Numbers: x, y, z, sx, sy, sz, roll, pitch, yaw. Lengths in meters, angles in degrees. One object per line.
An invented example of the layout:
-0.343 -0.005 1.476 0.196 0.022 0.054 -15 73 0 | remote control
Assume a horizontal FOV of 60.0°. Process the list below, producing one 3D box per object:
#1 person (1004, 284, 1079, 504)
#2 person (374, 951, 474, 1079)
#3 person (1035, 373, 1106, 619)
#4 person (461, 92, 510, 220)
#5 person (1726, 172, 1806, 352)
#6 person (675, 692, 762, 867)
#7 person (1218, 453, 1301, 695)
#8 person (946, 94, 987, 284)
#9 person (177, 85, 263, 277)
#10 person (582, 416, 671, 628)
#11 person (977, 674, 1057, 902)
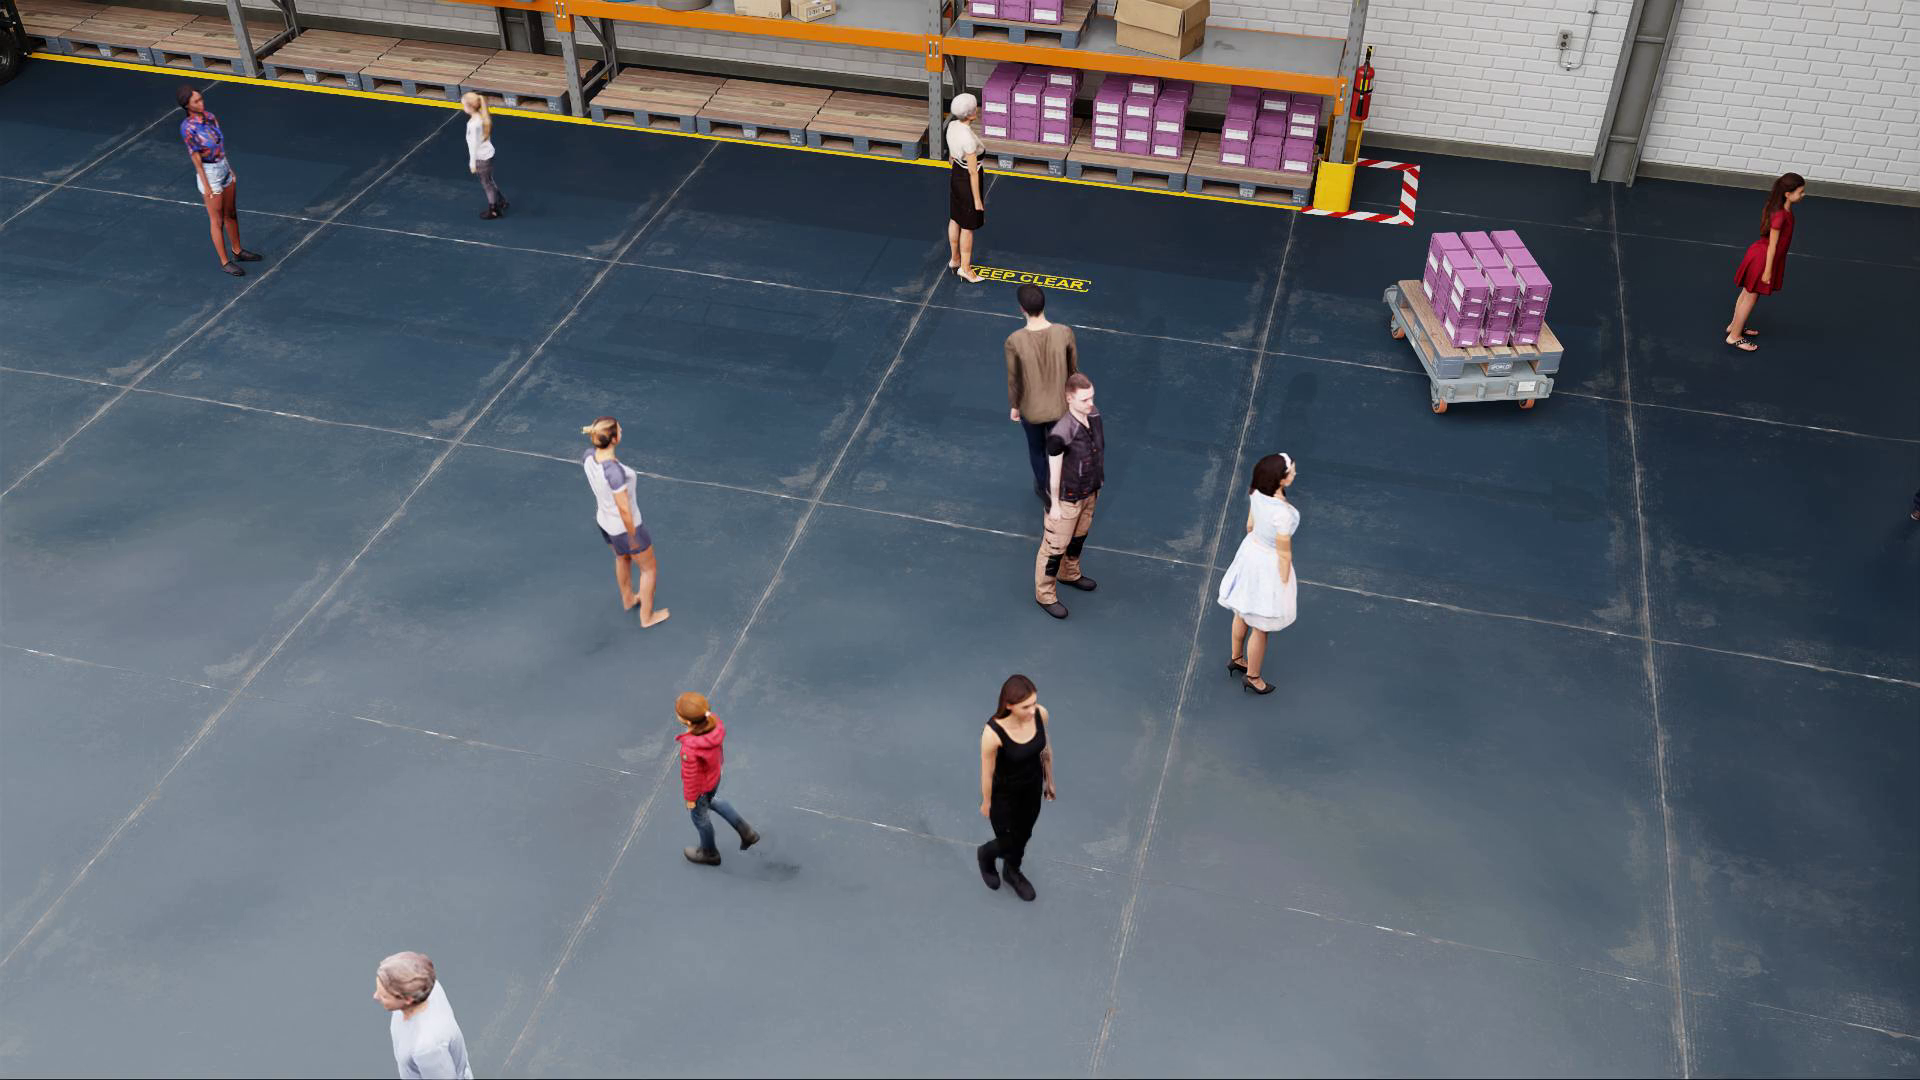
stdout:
0.611 -0.911 11.858 1.060 1.849 1.028 0 39 1 | person
-2.350 2.495 7.558 0.797 1.894 0.747 -18 42 -21 | person
0.742 -0.345 11.156 0.727 1.840 0.761 25 45 28 | person
-4.453 -3.632 15.727 0.567 1.273 0.555 2 39 3 | person
6.722 -2.350 13.896 0.625 1.554 0.562 14 41 17 | person
-1.386 1.379 9.426 0.681 1.306 0.520 10 40 13 | person
1.909 0.214 10.475 0.899 1.818 0.850 -13 40 -15 | person
0.039 -3.102 14.677 0.746 1.755 0.712 -16 41 -19 | person
-6.652 -3.229 14.845 0.516 1.743 0.594 8 39 10 | person
-2.286 -0.101 11.027 0.769 1.620 0.673 -29 47 -32 | person
0.250 1.334 9.184 0.736 1.678 0.790 -29 47 -31 | person
